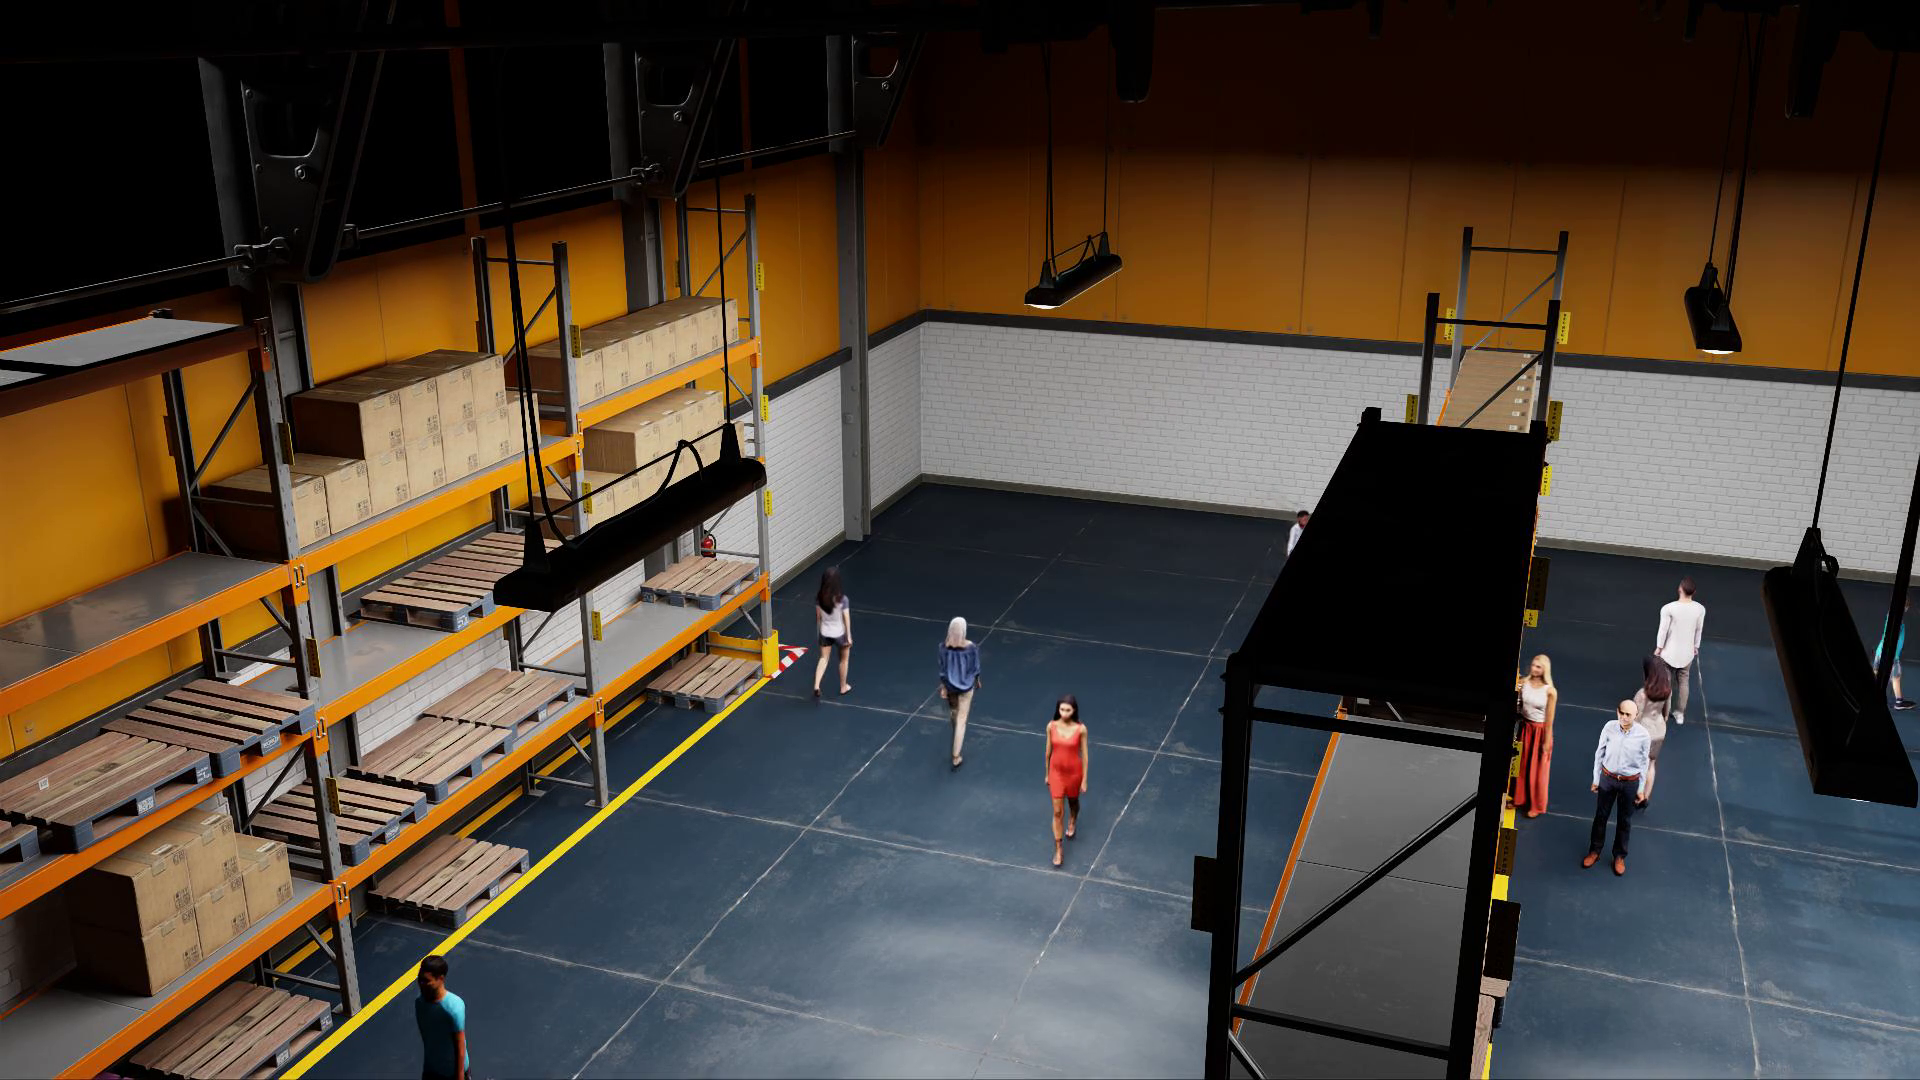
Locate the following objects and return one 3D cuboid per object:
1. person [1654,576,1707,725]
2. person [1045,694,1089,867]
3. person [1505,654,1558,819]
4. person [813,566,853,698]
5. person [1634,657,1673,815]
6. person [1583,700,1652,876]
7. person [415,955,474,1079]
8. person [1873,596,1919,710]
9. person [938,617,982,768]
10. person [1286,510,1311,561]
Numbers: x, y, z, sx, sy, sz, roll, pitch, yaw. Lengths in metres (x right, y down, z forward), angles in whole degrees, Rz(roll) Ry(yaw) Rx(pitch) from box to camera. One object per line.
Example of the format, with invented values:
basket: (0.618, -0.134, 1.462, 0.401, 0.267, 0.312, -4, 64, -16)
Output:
person: (8.429, 1.281, 19.521, 0.743, 1.841, 0.701, 0, 19, -1)
person: (1.080, 2.331, 16.653, 0.709, 1.682, 1.143, 4, 19, 10)
person: (6.004, 2.027, 17.370, 0.757, 1.800, 0.726, -14, 23, -36)
person: (-1.565, 1.150, 20.142, 0.595, 1.693, 0.891, 7, 20, 19)
person: (7.218, 2.076, 17.334, 0.737, 1.730, 0.780, -6, 20, -17)
person: (6.459, 2.392, 16.301, 0.677, 1.790, 0.598, 10, 21, 26)
person: (-3.674, 3.806, 12.173, 0.711, 1.747, 1.137, 9, 20, 24)
person: (11.115, 1.329, 20.017, 0.657, 1.433, 0.754, 4, 19, 13)
person: (-0.017, 1.718, 18.538, 0.689, 1.640, 1.165, 5, 19, 13)
person: (4.835, 0.155, 23.802, 0.689, 1.242, 0.788, -5, 19, -13)
